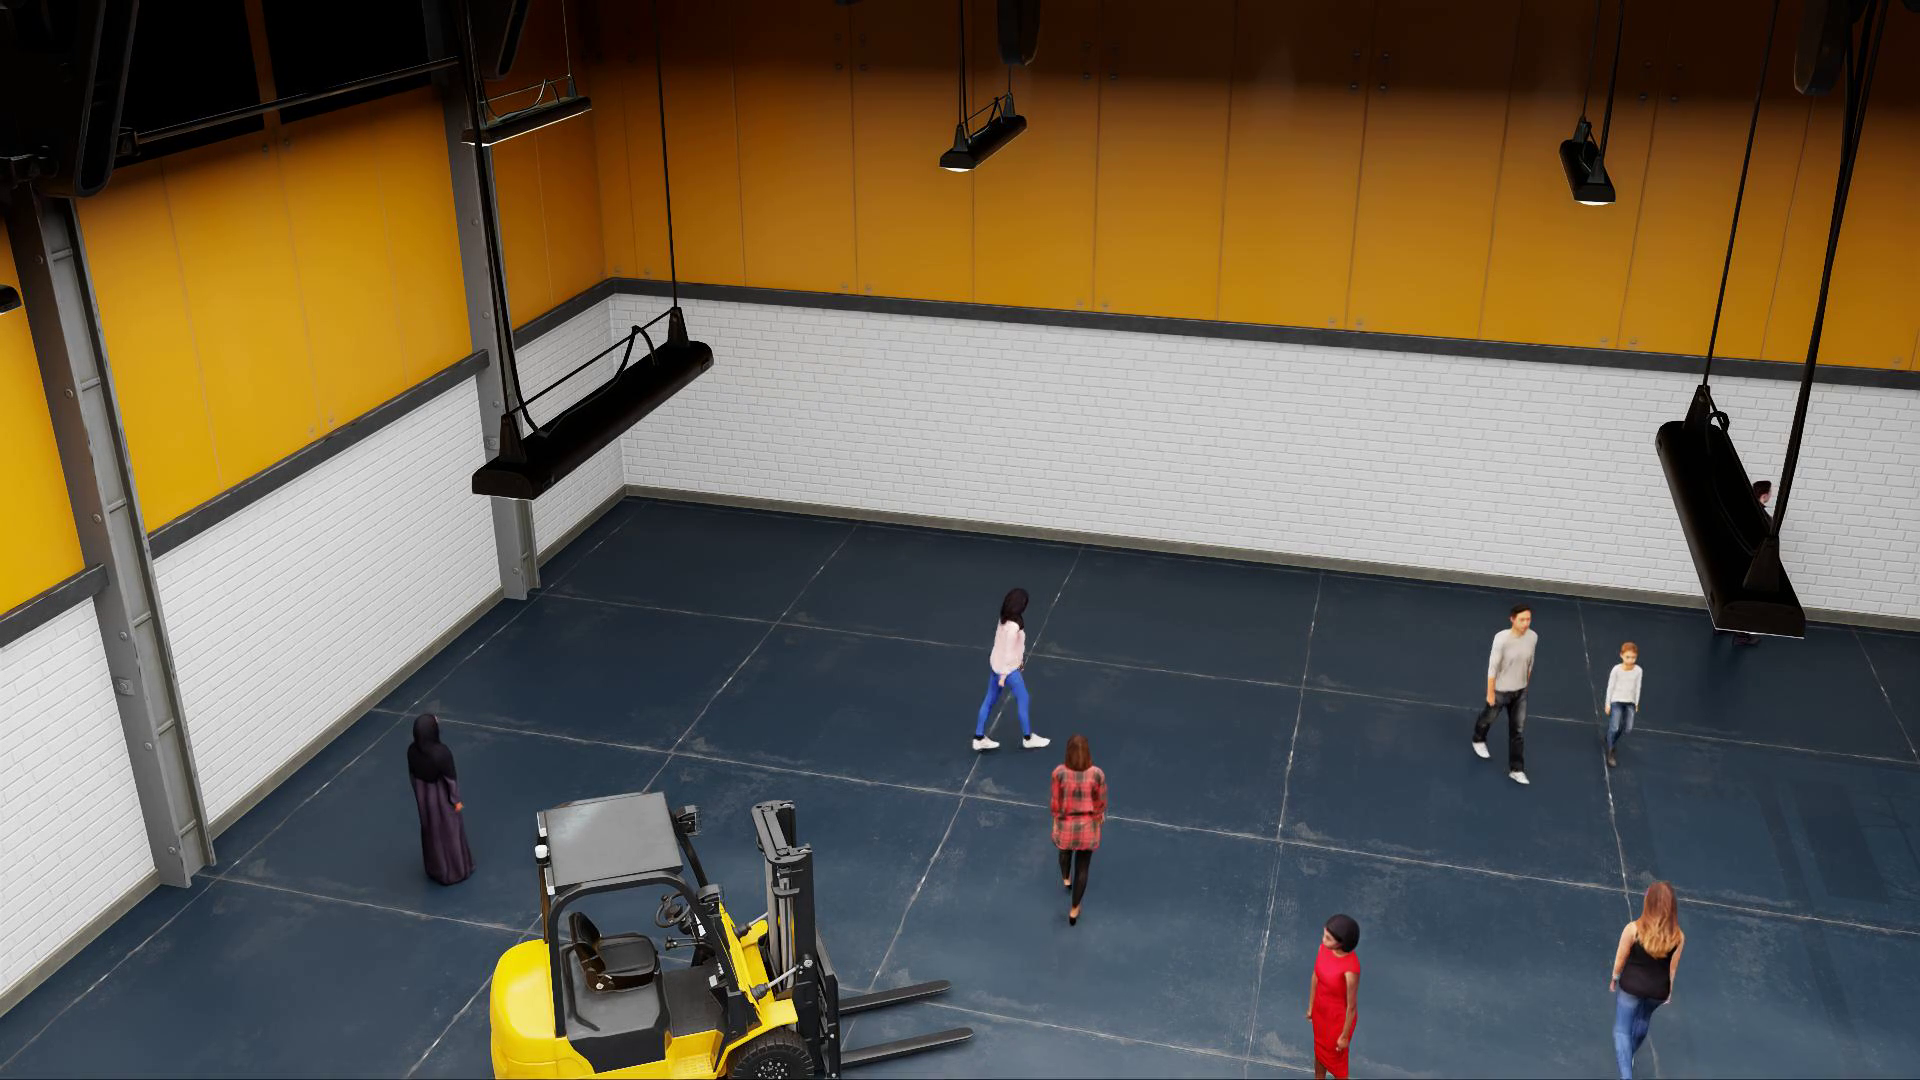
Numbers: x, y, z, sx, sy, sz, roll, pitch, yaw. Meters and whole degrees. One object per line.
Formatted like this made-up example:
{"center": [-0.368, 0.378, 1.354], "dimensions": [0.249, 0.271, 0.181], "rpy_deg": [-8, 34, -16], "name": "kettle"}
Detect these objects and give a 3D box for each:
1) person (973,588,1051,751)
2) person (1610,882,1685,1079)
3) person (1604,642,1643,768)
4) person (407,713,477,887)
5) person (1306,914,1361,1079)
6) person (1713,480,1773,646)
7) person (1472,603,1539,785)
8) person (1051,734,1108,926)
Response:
{"center": [0.360, 1.304, 16.313], "dimensions": [0.951, 1.714, 1.034], "rpy_deg": [-3, 24, -6], "name": "person"}
{"center": [4.888, 3.254, 11.879], "dimensions": [0.678, 1.694, 1.092], "rpy_deg": [3, 24, 6], "name": "person"}
{"center": [6.433, 1.569, 16.216], "dimensions": [0.547, 1.308, 0.630], "rpy_deg": [1, 24, 1], "name": "person"}
{"center": [-4.522, 2.210, 14.365], "dimensions": [0.619, 1.615, 0.605], "rpy_deg": [9, 25, 19], "name": "person"}
{"center": [2.612, 3.342, 11.614], "dimensions": [0.706, 1.746, 0.627], "rpy_deg": [-11, 26, -23], "name": "person"}
{"center": [8.773, 0.228, 18.524], "dimensions": [0.840, 1.916, 0.726], "rpy_deg": [-7, 25, -16], "name": "person"}
{"center": [5.225, 1.394, 16.046], "dimensions": [1.026, 1.763, 1.244], "rpy_deg": [-5, 24, -12], "name": "person"}
{"center": [0.968, 2.428, 13.793], "dimensions": [0.623, 1.674, 0.908], "rpy_deg": [5, 24, 12], "name": "person"}
